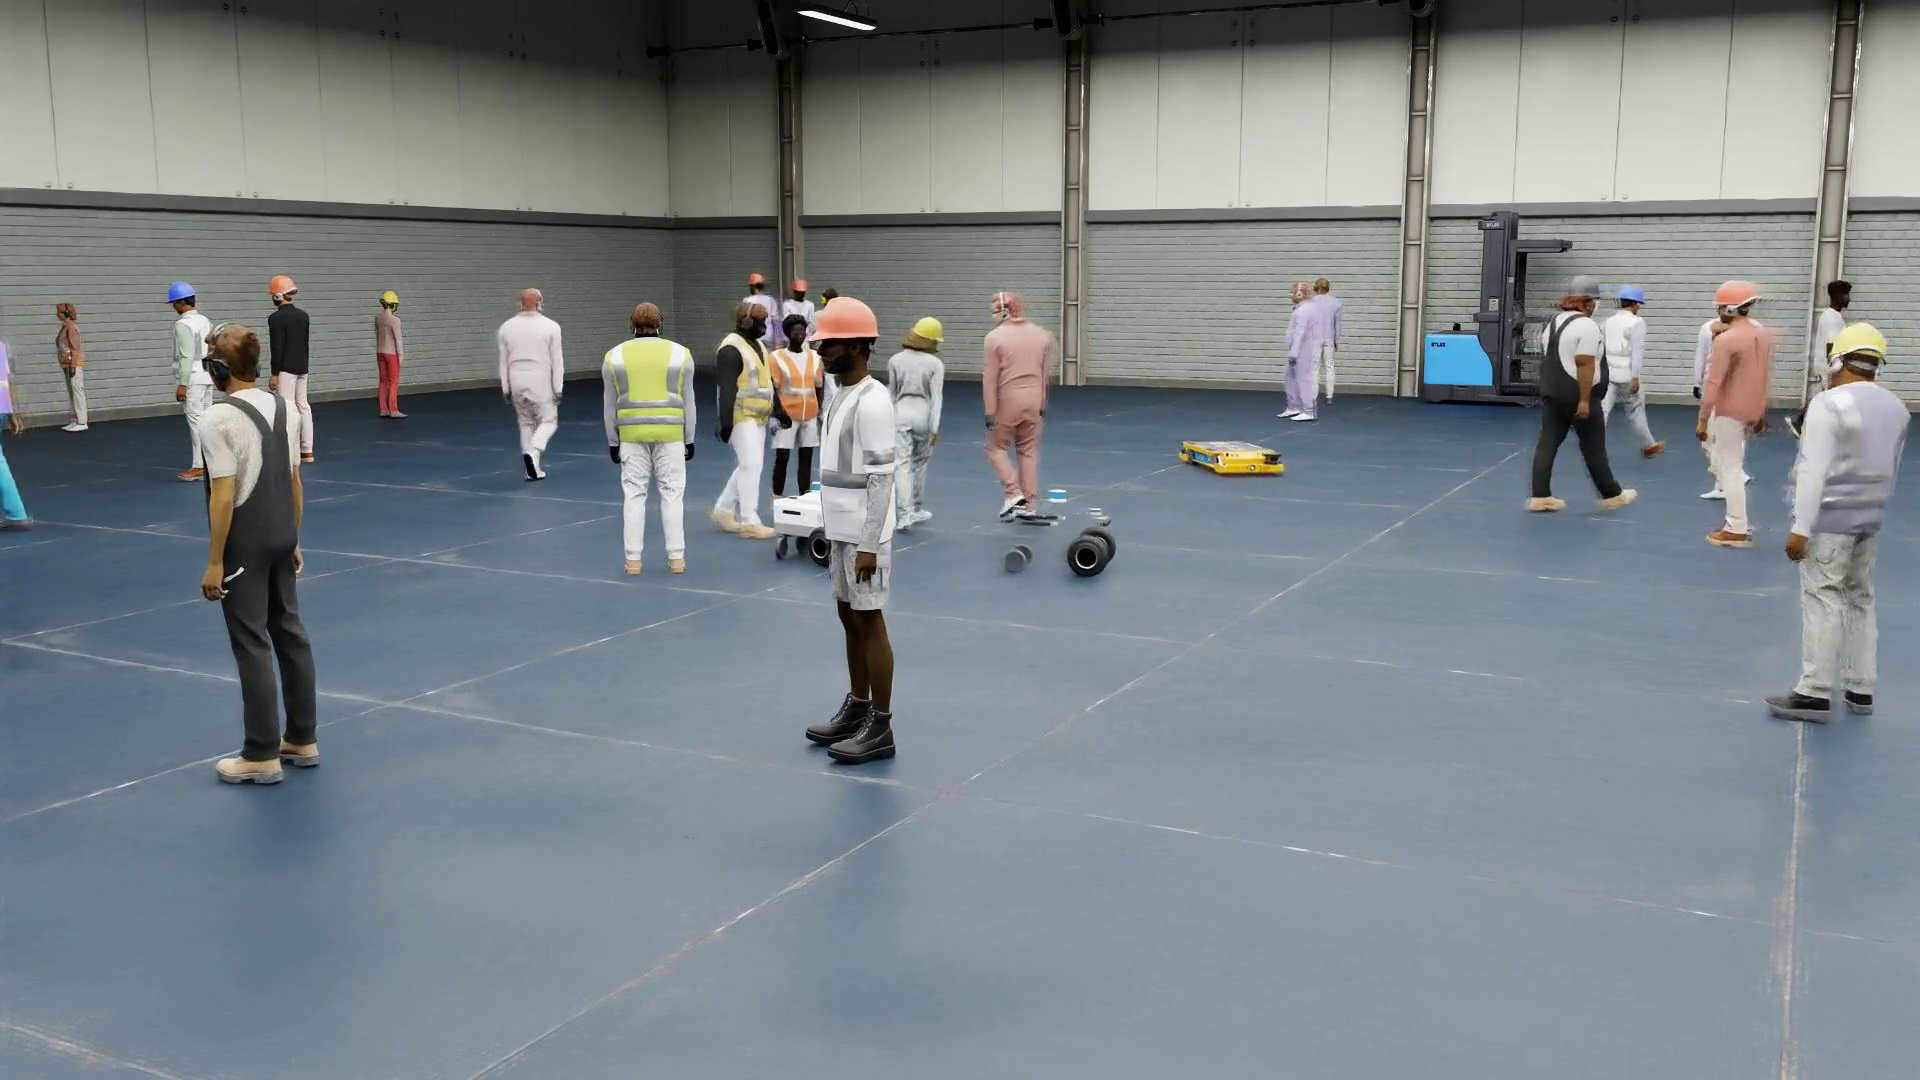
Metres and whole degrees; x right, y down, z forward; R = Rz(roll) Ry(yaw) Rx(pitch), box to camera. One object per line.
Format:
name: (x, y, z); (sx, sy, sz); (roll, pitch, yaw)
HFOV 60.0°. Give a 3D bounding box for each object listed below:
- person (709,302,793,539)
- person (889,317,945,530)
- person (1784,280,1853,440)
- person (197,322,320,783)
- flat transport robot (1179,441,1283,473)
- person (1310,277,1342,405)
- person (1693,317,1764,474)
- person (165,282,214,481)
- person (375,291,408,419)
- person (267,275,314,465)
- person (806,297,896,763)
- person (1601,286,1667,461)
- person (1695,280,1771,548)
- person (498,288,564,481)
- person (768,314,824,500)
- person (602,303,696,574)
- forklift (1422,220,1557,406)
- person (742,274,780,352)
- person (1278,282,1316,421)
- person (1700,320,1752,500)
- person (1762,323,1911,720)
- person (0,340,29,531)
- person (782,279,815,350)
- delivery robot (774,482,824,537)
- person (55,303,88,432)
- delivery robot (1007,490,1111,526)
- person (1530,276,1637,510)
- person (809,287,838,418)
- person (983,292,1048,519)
person: (-1.692, -0.943, 12.939); (0.623, 1.813, 0.641); (2, 9, 13)
person: (-0.349, -0.934, 13.273); (0.484, 1.681, 0.823); (1, 9, 8)
person: (10.014, -2.036, 19.259); (0.630, 1.948, 0.611); (5, 10, 28)
person: (-2.851, 0.049, 6.720); (0.326, 1.842, 0.517); (3, 10, 18)
flat transport robot: (2.822, -0.881, 17.427); (0.652, 0.197, 1.431); (-2, 9, -10)
person: (5.548, -3.056, 25.579); (0.627, 1.941, 0.371); (-2, 9, -10)
person: (7.764, -1.582, 16.828); (0.637, 1.822, 0.429); (2, 9, 12)
person: (-7.541, -1.559, 16.350); (0.401, 1.938, 0.603); (-1, 9, -4)
person: (-7.951, -2.586, 23.239); (0.518, 1.757, 0.341); (6, 11, 33)
person: (-7.122, -1.800, 17.654); (0.376, 1.997, 0.612); (2, 9, 11)
person: (-0.458, -0.046, 7.019); (0.360, 1.938, 0.546); (-4, 10, -21)
person: (7.159, -1.780, 17.876); (1.040, 1.876, 0.619); (-4, 10, -24)
person: (5.769, -0.946, 12.450); (0.644, 1.970, 0.523); (-6, 11, -35)
person: (-4.165, -1.493, 16.128); (0.646, 1.884, 0.631); (2, 9, 11)
person: (-1.366, -1.029, 13.819); (0.540, 1.695, 0.317); (-6, 11, -34)
person: (-2.109, -0.694, 11.353); (0.619, 1.836, 0.430); (-1, 9, -5)
forklift: (8.245, -3.527, 25.720); (1.873, 2.768, 1.129); (5, 10, 27)
person: (-3.208, -3.193, 26.247); (1.024, 1.989, 0.619); (9, 13, 43)
person: (4.581, -2.576, 22.776); (0.663, 1.885, 0.681); (3, 10, 16)
person: (6.821, -1.153, 14.794); (0.429, 1.620, 0.546); (7, 12, 38)
person: (4.047, -0.079, 7.671); (0.637, 1.799, 0.406); (-4, 10, -26)
person: (-7.847, -0.976, 13.158); (0.939, 1.796, 0.596); (1, 9, 6)
person: (-2.590, -3.248, 26.909); (0.570, 1.896, 0.933); (-3, 10, -18)
delivery robot: (-1.002, -0.175, 11.911); (0.707, 0.478, 0.477); (8, 12, 39)
person: (-11.379, -2.213, 21.298); (0.309, 1.641, 0.514); (-7, 12, -37)
delivery robot: (0.680, -0.229, 11.440); (0.698, 0.223, 0.335); (2, 9, 13)
person: (5.348, -1.242, 14.207); (0.957, 2.000, 0.710); (-2, 9, -13)
person: (-1.783, -2.510, 22.594); (0.538, 1.831, 0.965); (-7, 11, -36)
person: (0.444, -1.105, 13.750); (0.680, 1.882, 0.423); (-5, 11, -30)
